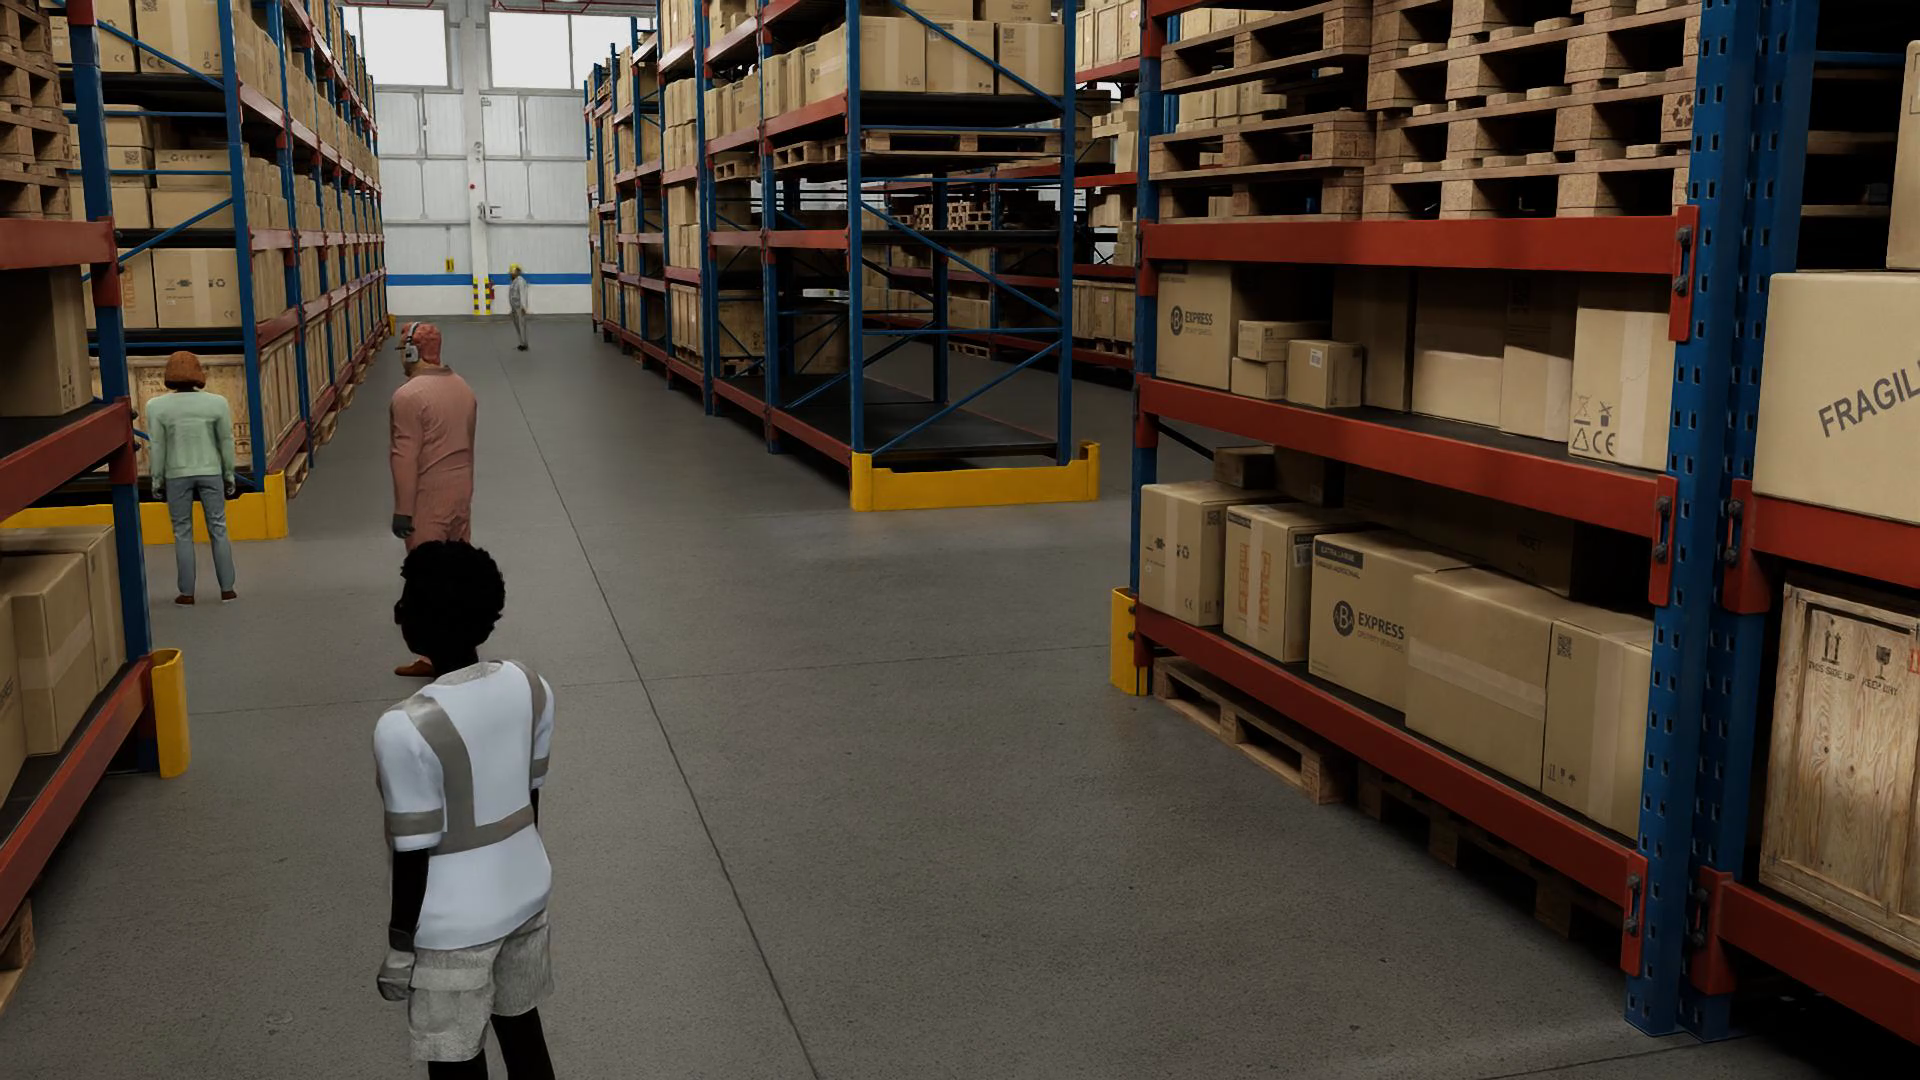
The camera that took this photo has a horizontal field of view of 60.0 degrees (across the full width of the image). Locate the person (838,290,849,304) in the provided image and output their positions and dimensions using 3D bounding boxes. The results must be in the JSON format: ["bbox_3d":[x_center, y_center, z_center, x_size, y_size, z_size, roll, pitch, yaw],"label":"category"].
[{"bbox_3d":[-2.297,-4.846,34.186,0.389,1.949,0.602,4,11,21],"label":"person"}]

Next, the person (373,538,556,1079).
[{"bbox_3d":[-1.105,0.834,3.737,0.317,1.700,0.538,4,11,19],"label":"person"}]

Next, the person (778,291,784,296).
[{"bbox_3d":[-4.372,-5.976,41.368,0.522,1.593,0.868,3,11,17],"label":"person"}]

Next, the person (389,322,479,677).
[{"bbox_3d":[-2.858,-0.218,8.970,0.399,1.899,0.646,3,11,14],"label":"person"}]

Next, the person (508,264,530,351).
[{"bbox_3d":[-9.125,-4.806,34.459,0.406,1.781,0.661,-5,12,-27],"label":"person"}]

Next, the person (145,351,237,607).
[{"bbox_3d":[-4.896,-0.388,10.619,0.506,1.631,0.281,-6,12,-32],"label":"person"}]
